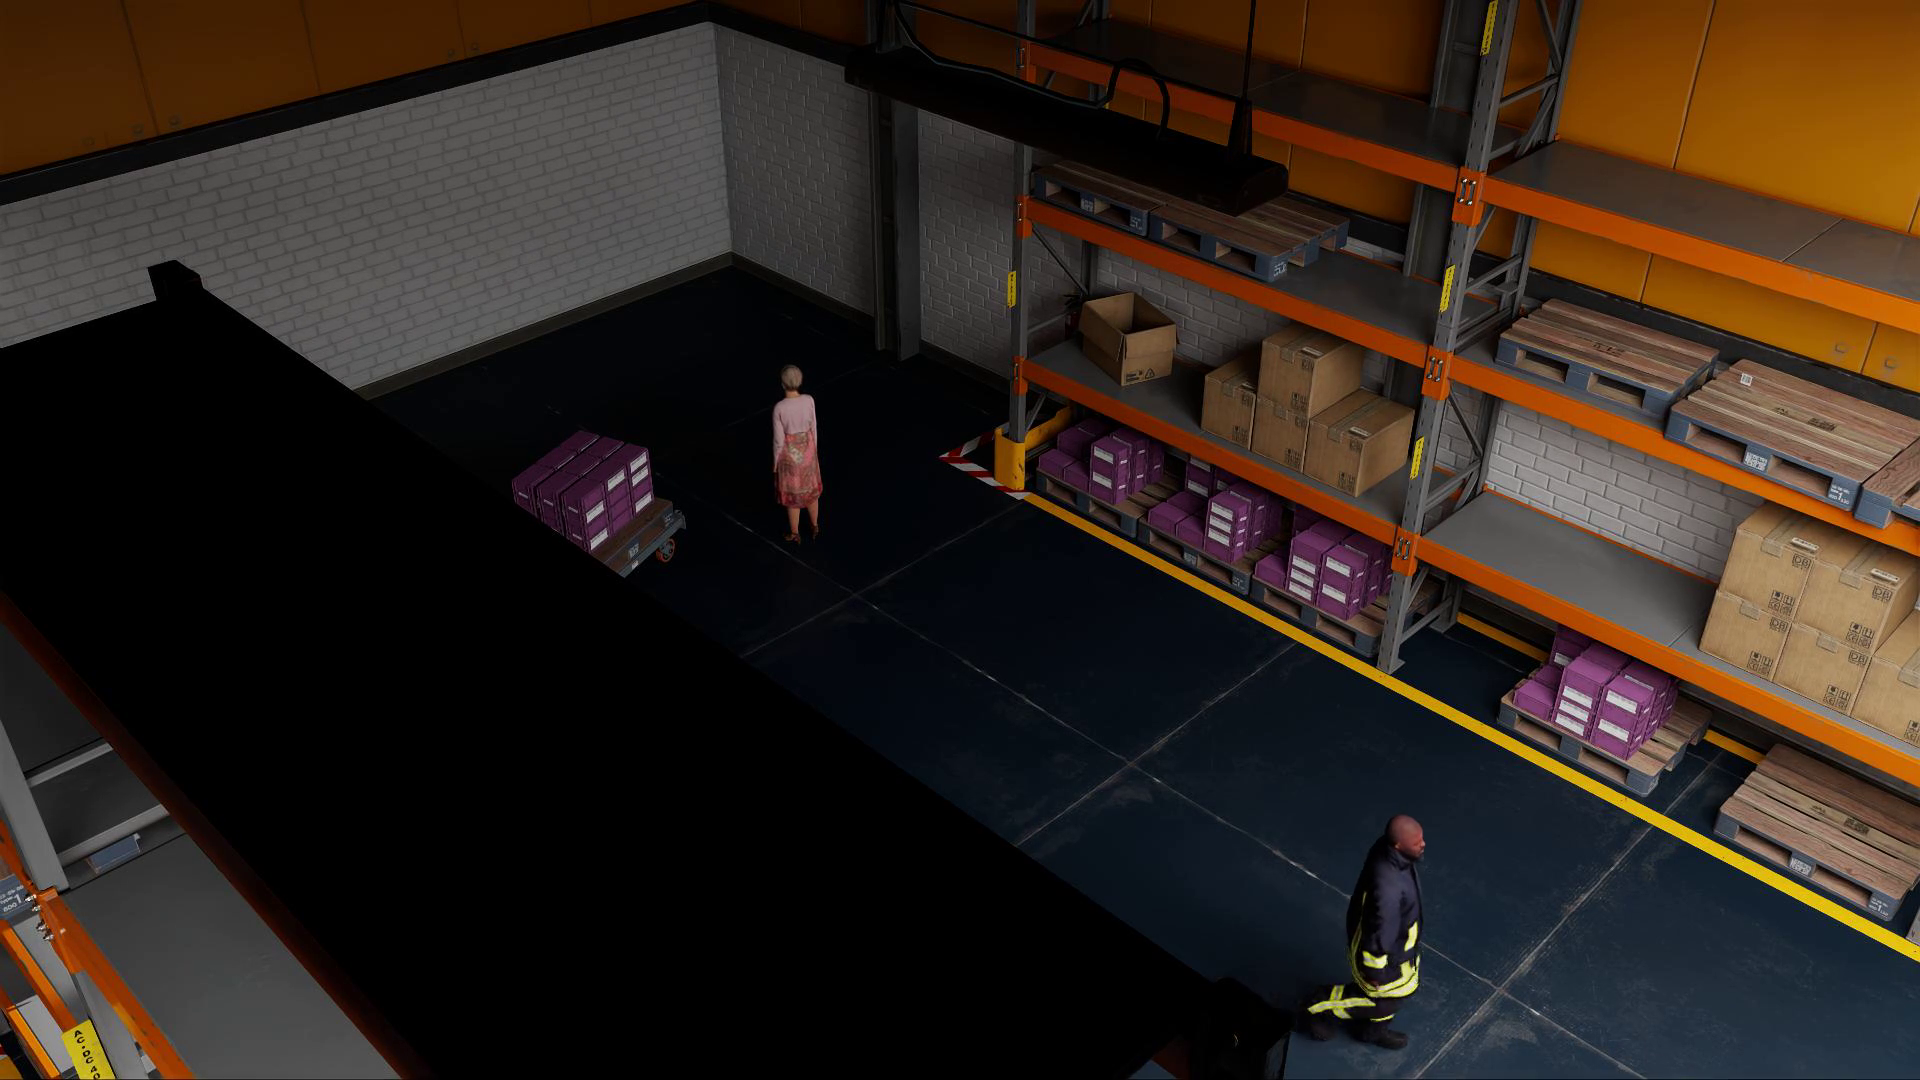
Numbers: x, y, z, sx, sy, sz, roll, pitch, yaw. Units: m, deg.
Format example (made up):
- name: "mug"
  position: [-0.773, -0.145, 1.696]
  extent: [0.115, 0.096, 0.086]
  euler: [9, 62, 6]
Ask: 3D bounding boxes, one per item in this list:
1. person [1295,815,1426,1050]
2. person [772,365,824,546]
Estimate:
- name: "person"
  position: [2.346, 2.256, 9.570]
  extent: [1.075, 1.809, 0.968]
  euler: [10, 35, 14]
- name: "person"
  position: [-1.387, -0.721, 14.155]
  extent: [0.632, 1.692, 0.621]
  euler: [-20, 38, -27]
